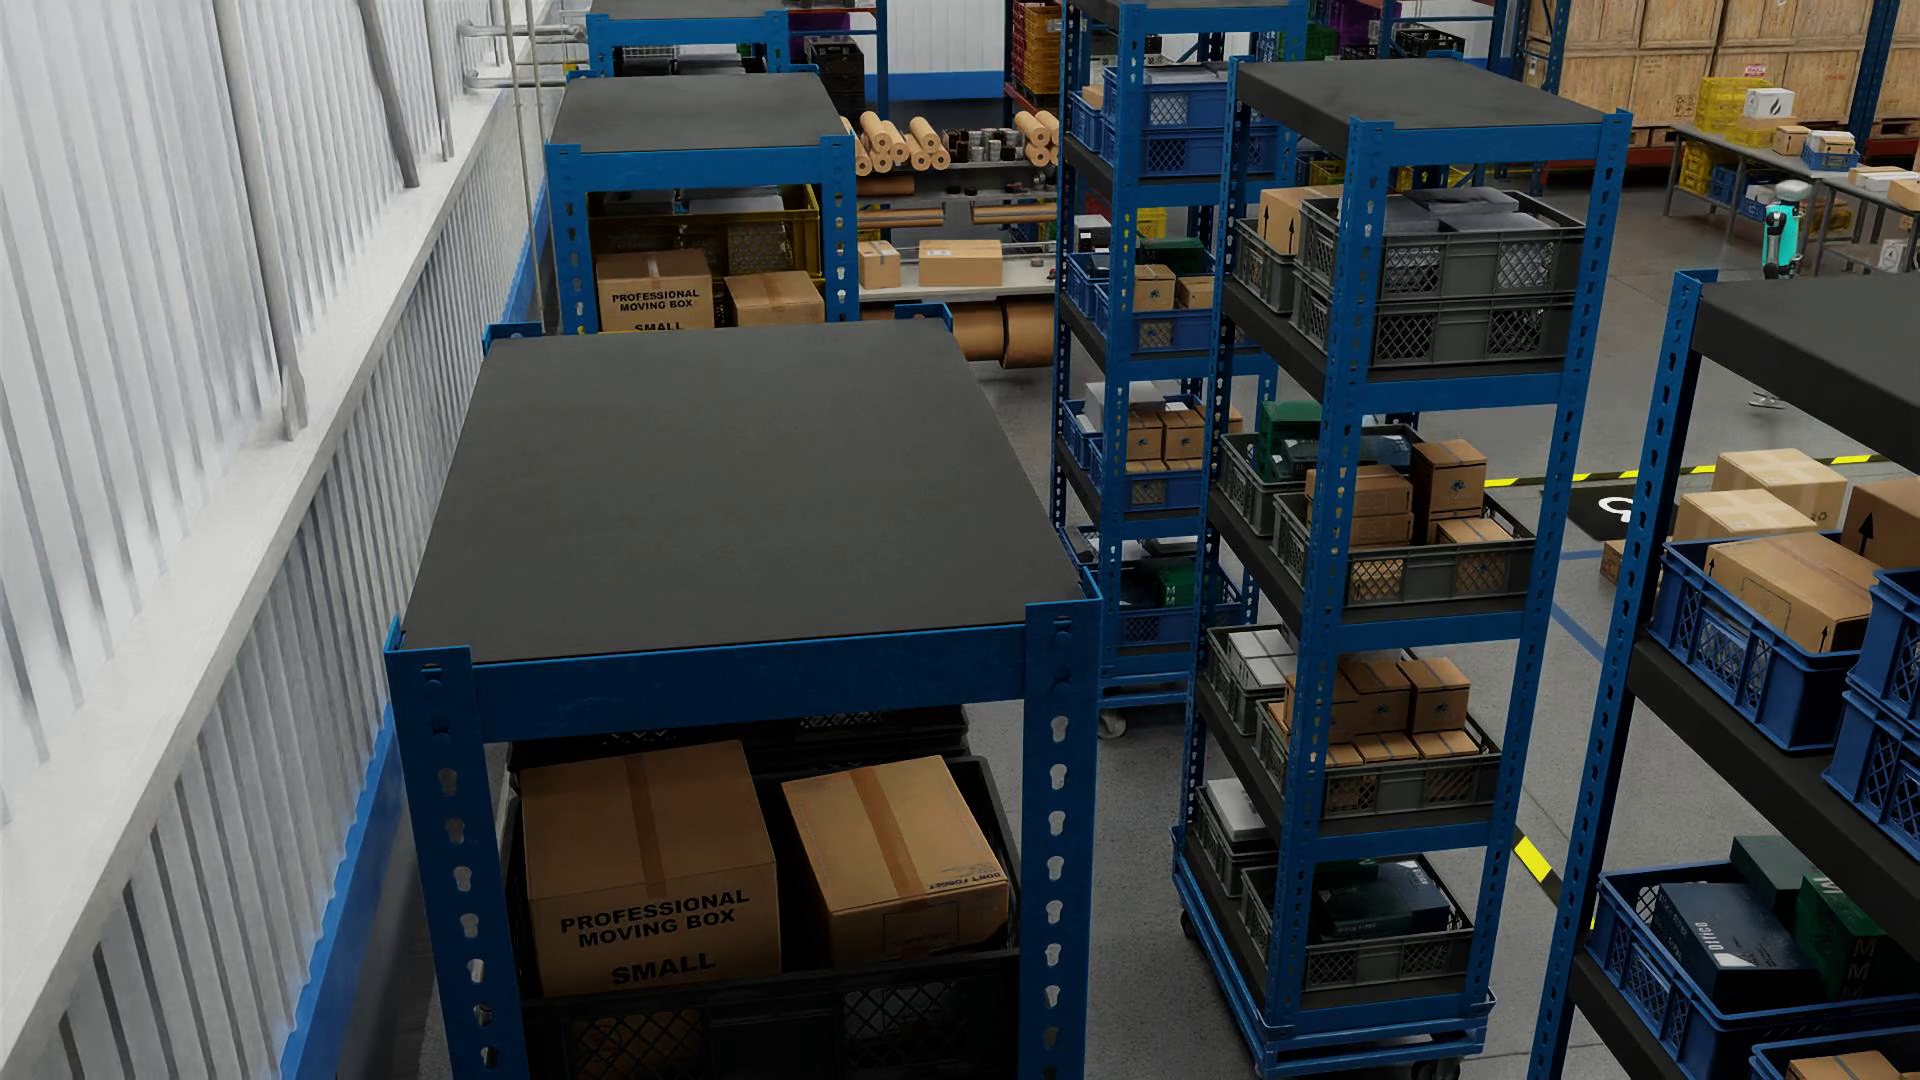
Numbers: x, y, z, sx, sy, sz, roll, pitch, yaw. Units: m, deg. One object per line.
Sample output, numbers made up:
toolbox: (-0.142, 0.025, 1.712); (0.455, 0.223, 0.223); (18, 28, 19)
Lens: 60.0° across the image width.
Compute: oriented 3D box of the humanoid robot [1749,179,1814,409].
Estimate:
humanoid robot: (6.204, -1.776, 12.241); (0.735, 1.677, 0.533); (17, 30, 32)

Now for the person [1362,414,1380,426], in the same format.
person: (1.817, 0.197, 7.977); (0.595, 1.849, 0.385); (-2, 25, -4)
